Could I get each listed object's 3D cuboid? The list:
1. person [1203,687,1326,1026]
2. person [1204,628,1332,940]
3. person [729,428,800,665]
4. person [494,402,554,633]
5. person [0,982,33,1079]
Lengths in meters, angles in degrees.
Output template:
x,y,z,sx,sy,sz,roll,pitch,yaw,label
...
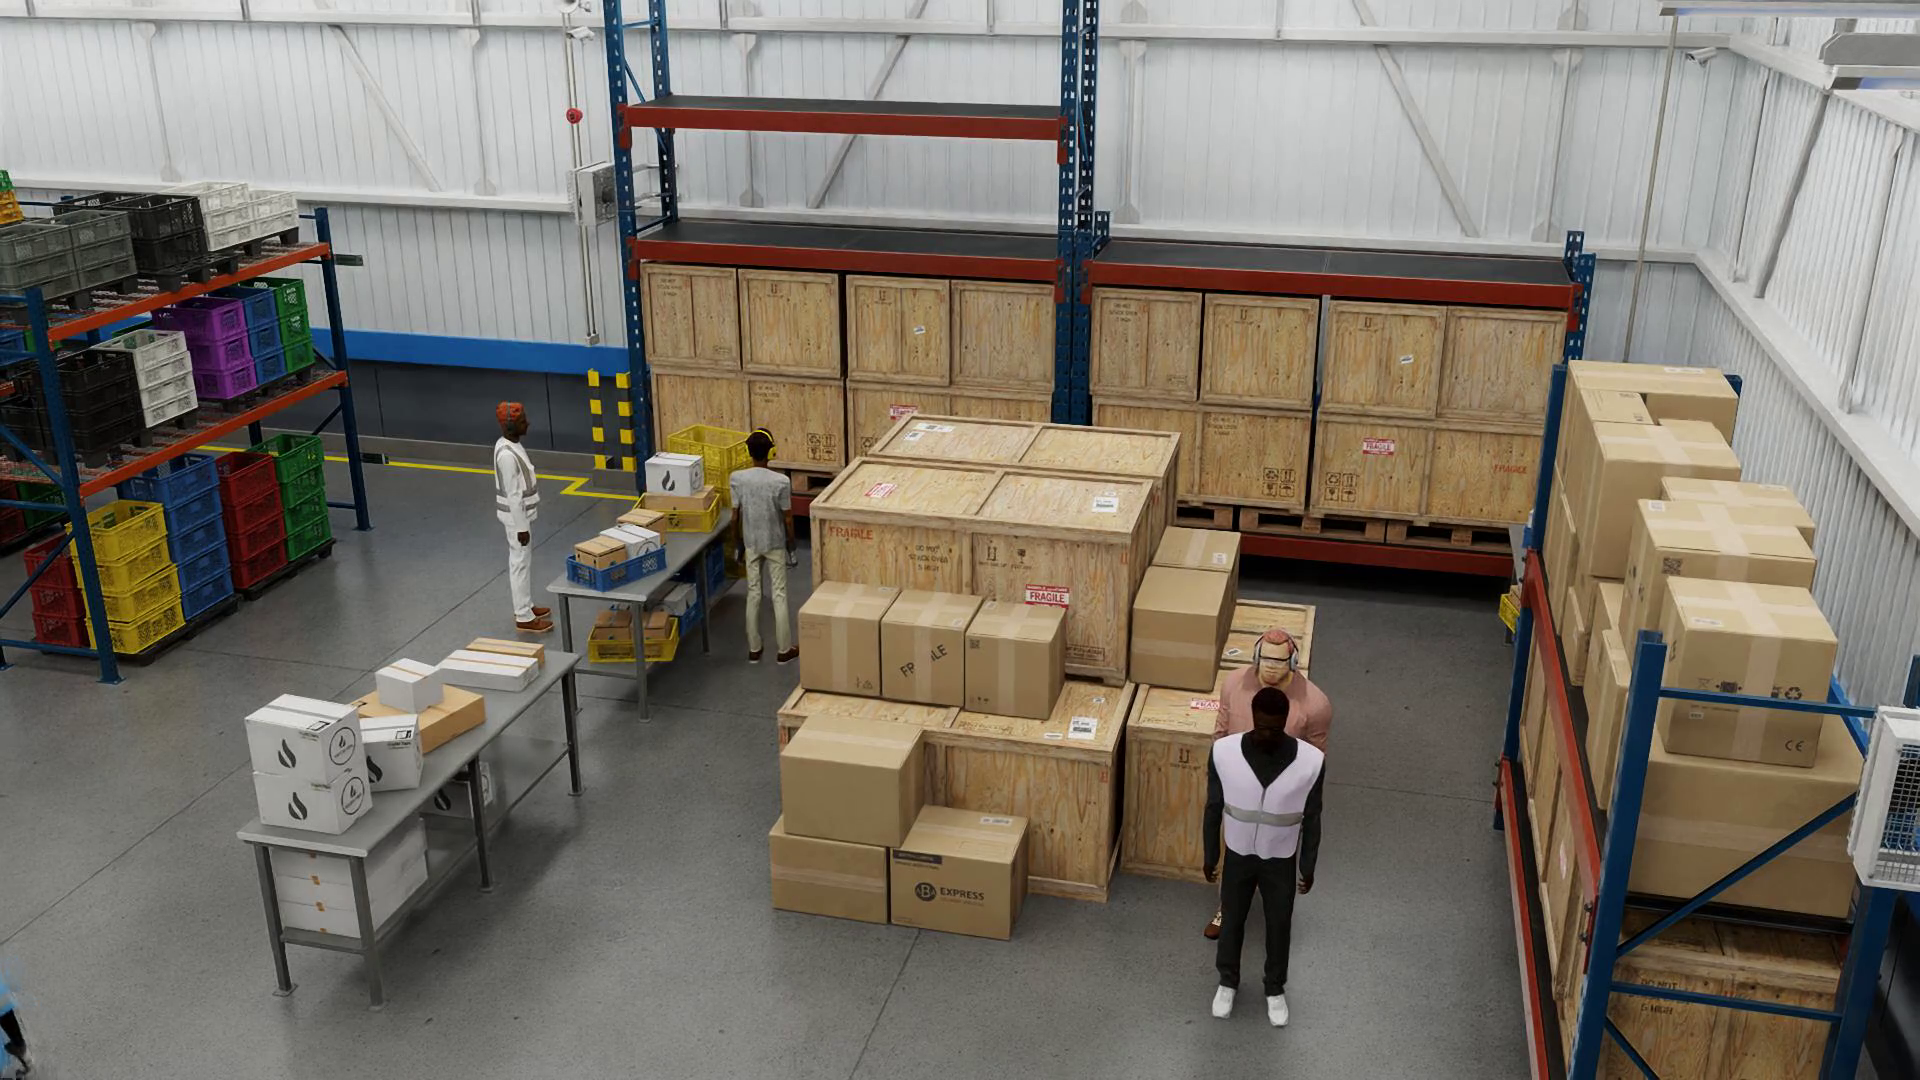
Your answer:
x,y,z,sx,sy,sz,roll,pitch,yaw,label
1.541,1.608,8.550,0.591,1.897,0.389,4,21,11,person
1.666,1.370,9.143,0.641,1.913,0.407,11,23,26,person
-1.479,0.051,12.651,0.514,1.872,0.328,4,21,10,person
-3.501,-0.185,13.252,0.355,1.882,0.576,-6,22,-14,person
-4.257,2.278,7.109,0.650,1.674,0.331,-13,24,-30,person
